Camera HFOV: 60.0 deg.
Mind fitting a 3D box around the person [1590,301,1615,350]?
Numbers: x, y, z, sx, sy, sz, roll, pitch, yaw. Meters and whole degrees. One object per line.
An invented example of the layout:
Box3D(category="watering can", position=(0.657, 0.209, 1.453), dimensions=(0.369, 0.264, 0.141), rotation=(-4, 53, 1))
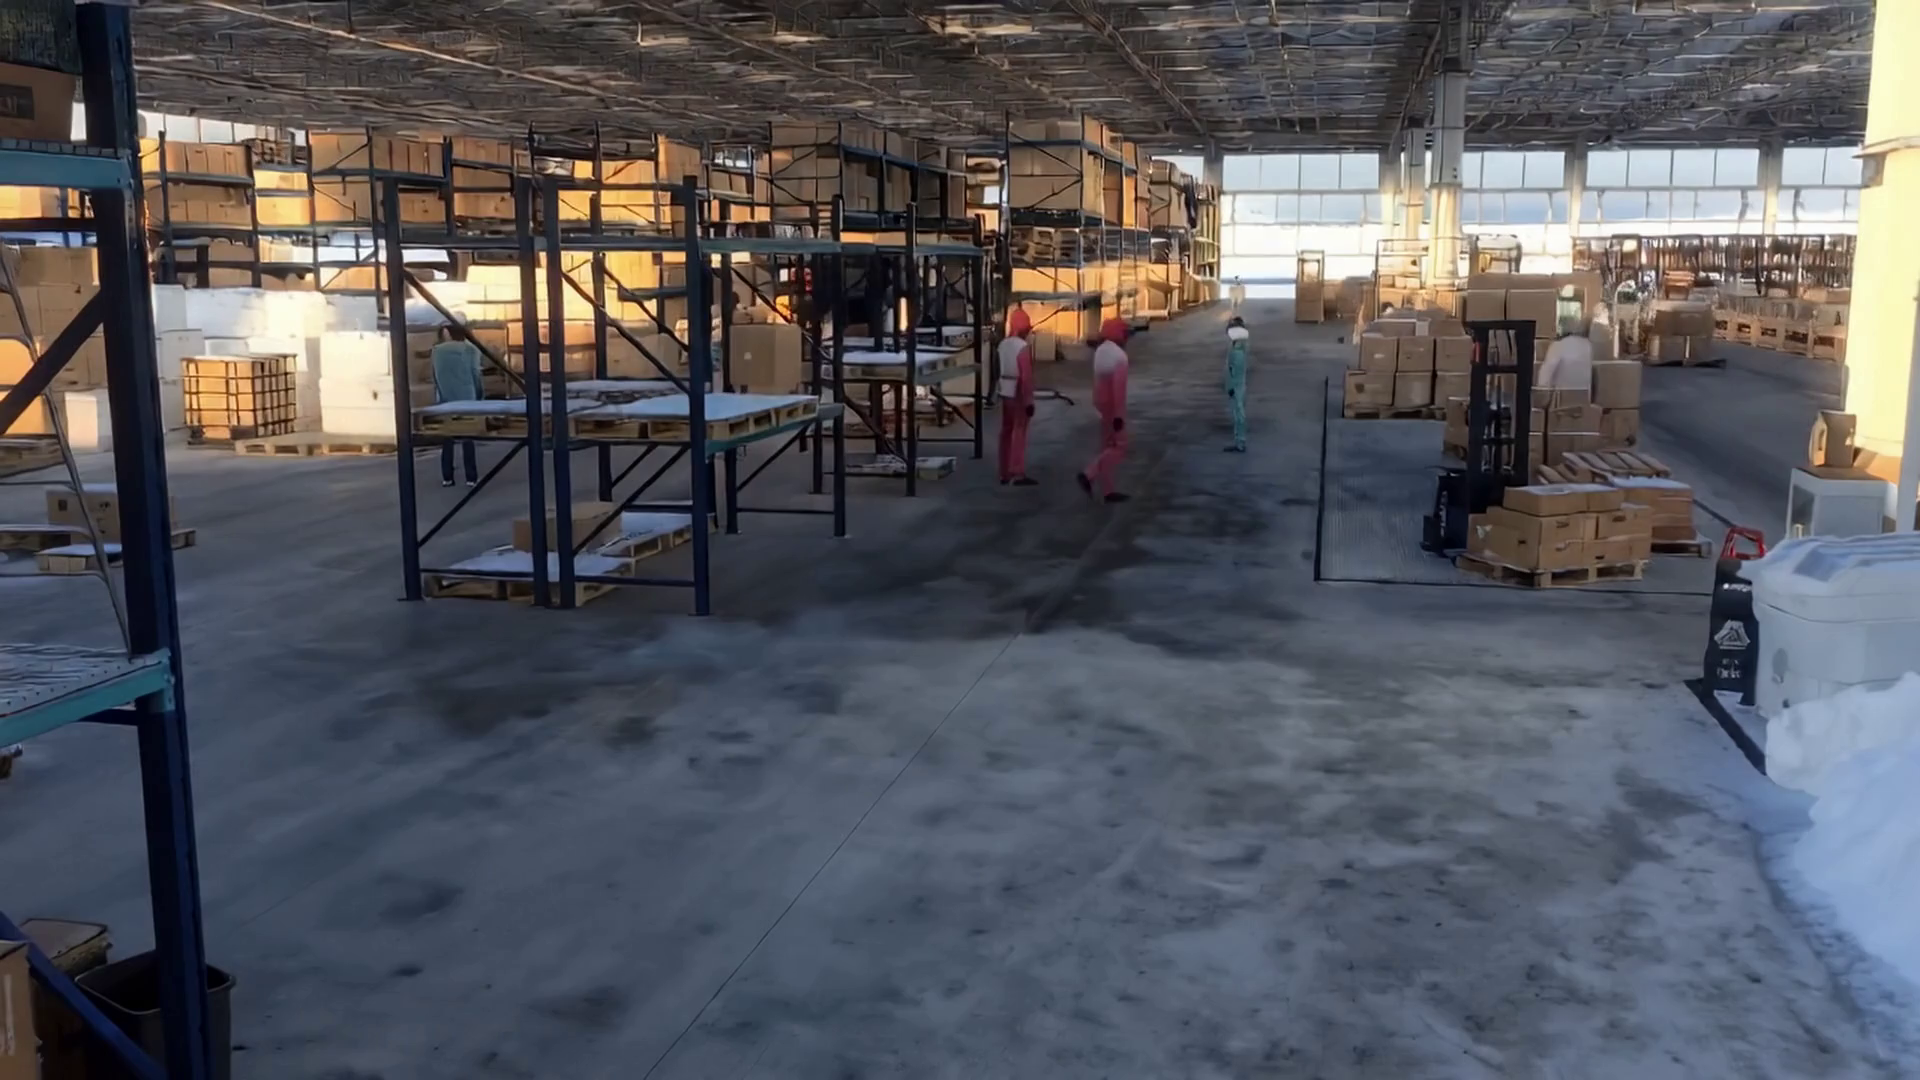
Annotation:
Box3D(category="person", position=(9.583, -2.644, 24.891), dimensions=(0.600, 1.856, 0.542), rotation=(-3, 10, -18))

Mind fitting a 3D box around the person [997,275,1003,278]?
Box3D(category="person", position=(2.169, -13.473, 89.125), dimensions=(0.625, 1.814, 0.513), rotation=(2, 10, 12))

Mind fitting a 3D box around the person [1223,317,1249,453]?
Box3D(category="person", position=(3.541, -1.982, 21.299), dimensions=(0.287, 1.746, 0.487), rotation=(3, 10, 18))

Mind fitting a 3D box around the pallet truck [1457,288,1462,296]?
Box3D(category="pallet truck", position=(20.506, -9.785, 68.819), dimensions=(0.653, 1.274, 1.630), rotation=(2, 10, 12))

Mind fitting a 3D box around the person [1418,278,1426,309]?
Box3D(category="person", position=(15.417, -7.766, 55.179), dimensions=(0.422, 1.875, 0.696), rotation=(1, 10, 8))

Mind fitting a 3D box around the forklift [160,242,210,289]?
Box3D(category="forklift", position=(-16.063, -4.810, 34.690), dimensions=(1.129, 2.768, 1.873), rotation=(2, 10, 12))

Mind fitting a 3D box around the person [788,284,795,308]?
Box3D(category="person", position=(-7.136, -10.211, 70.378), dimensions=(0.440, 1.618, 0.556), rotation=(3, 10, 18))

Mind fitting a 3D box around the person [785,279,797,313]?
Box3D(category="person", position=(-7.620, -11.140, 75.021), dimensions=(0.572, 1.912, 0.474), rotation=(0, 10, 1))

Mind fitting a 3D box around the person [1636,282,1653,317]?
Box3D(category="person", position=(23.221, -7.889, 56.427), dimensions=(0.552, 1.682, 0.435), rotation=(3, 10, 19))

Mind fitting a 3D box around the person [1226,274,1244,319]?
Box3D(category="person", position=(10.284, -8.971, 62.149), dimensions=(0.634, 1.924, 0.473), rotation=(6, 11, 30))

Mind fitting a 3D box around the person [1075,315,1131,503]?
Box3D(category="person", position=(1.453, -1.297, 16.757), dimensions=(0.565, 1.921, 0.633), rotation=(-3, 10, -17))

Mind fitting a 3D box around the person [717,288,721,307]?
Box3D(category="person", position=(-5.554, -5.084, 39.441), dimensions=(0.938, 1.831, 0.513), rotation=(5, 11, 28))

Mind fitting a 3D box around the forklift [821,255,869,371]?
Box3D(category="forklift", position=(-2.300, -4.991, 35.762), dimensions=(1.129, 2.768, 1.873), rotation=(2, 10, 12))

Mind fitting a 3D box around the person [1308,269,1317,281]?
Box3D(category="person", position=(17.719, -12.630, 83.742), dimensions=(0.619, 1.955, 0.953), rotation=(-3, 10, -15))

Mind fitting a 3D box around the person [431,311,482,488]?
Box3D(category="person", position=(-5.448, -1.524, 18.095), dimensions=(0.584, 1.918, 0.408), rotation=(2, 10, 13))

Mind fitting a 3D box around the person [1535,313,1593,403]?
Box3D(category="person", position=(6.552, -1.532, 18.202), dimensions=(0.651, 1.886, 1.025), rotation=(-7, 12, -37))

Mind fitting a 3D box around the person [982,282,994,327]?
Box3D(category="person", position=(0.937, -8.397, 59.481), dimensions=(0.563, 1.667, 0.395), rotation=(-5, 11, -25))

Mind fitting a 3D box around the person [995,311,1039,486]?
Box3D(category="person", position=(0.601, -1.543, 18.203), dimensions=(0.393, 1.915, 0.587), rotation=(-5, 11, -28))

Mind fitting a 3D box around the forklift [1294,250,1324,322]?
Box3D(category="forklift", position=(13.778, -10.002, 65.433), dimensions=(1.129, 2.768, 1.873), rotation=(2, 10, 12))

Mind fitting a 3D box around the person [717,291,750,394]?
Box3D(category="person", position=(-3.627, -2.989, 26.604), dimensions=(0.361, 1.964, 0.613), rotation=(9, 13, 44))

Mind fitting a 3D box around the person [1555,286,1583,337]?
Box3D(category="person", position=(13.148, -4.526, 35.957), dimensions=(0.559, 1.888, 0.411), rotation=(6, 11, 32))

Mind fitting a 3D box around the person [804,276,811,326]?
Box3D(category="person", position=(-5.556, -8.771, 61.150), dimensions=(0.620, 1.852, 0.960), rotation=(-5, 11, -25))

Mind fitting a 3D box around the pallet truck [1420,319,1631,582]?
Box3D(category="pallet truck", position=(4.543, -0.757, 13.299), dimensions=(0.823, 1.965, 1.885), rotation=(-4, 10, -22))

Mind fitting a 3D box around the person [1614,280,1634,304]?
Box3D(category="person", position=(21.403, -7.479, 53.647), dimensions=(0.600, 1.813, 0.651), rotation=(3, 10, 16))
